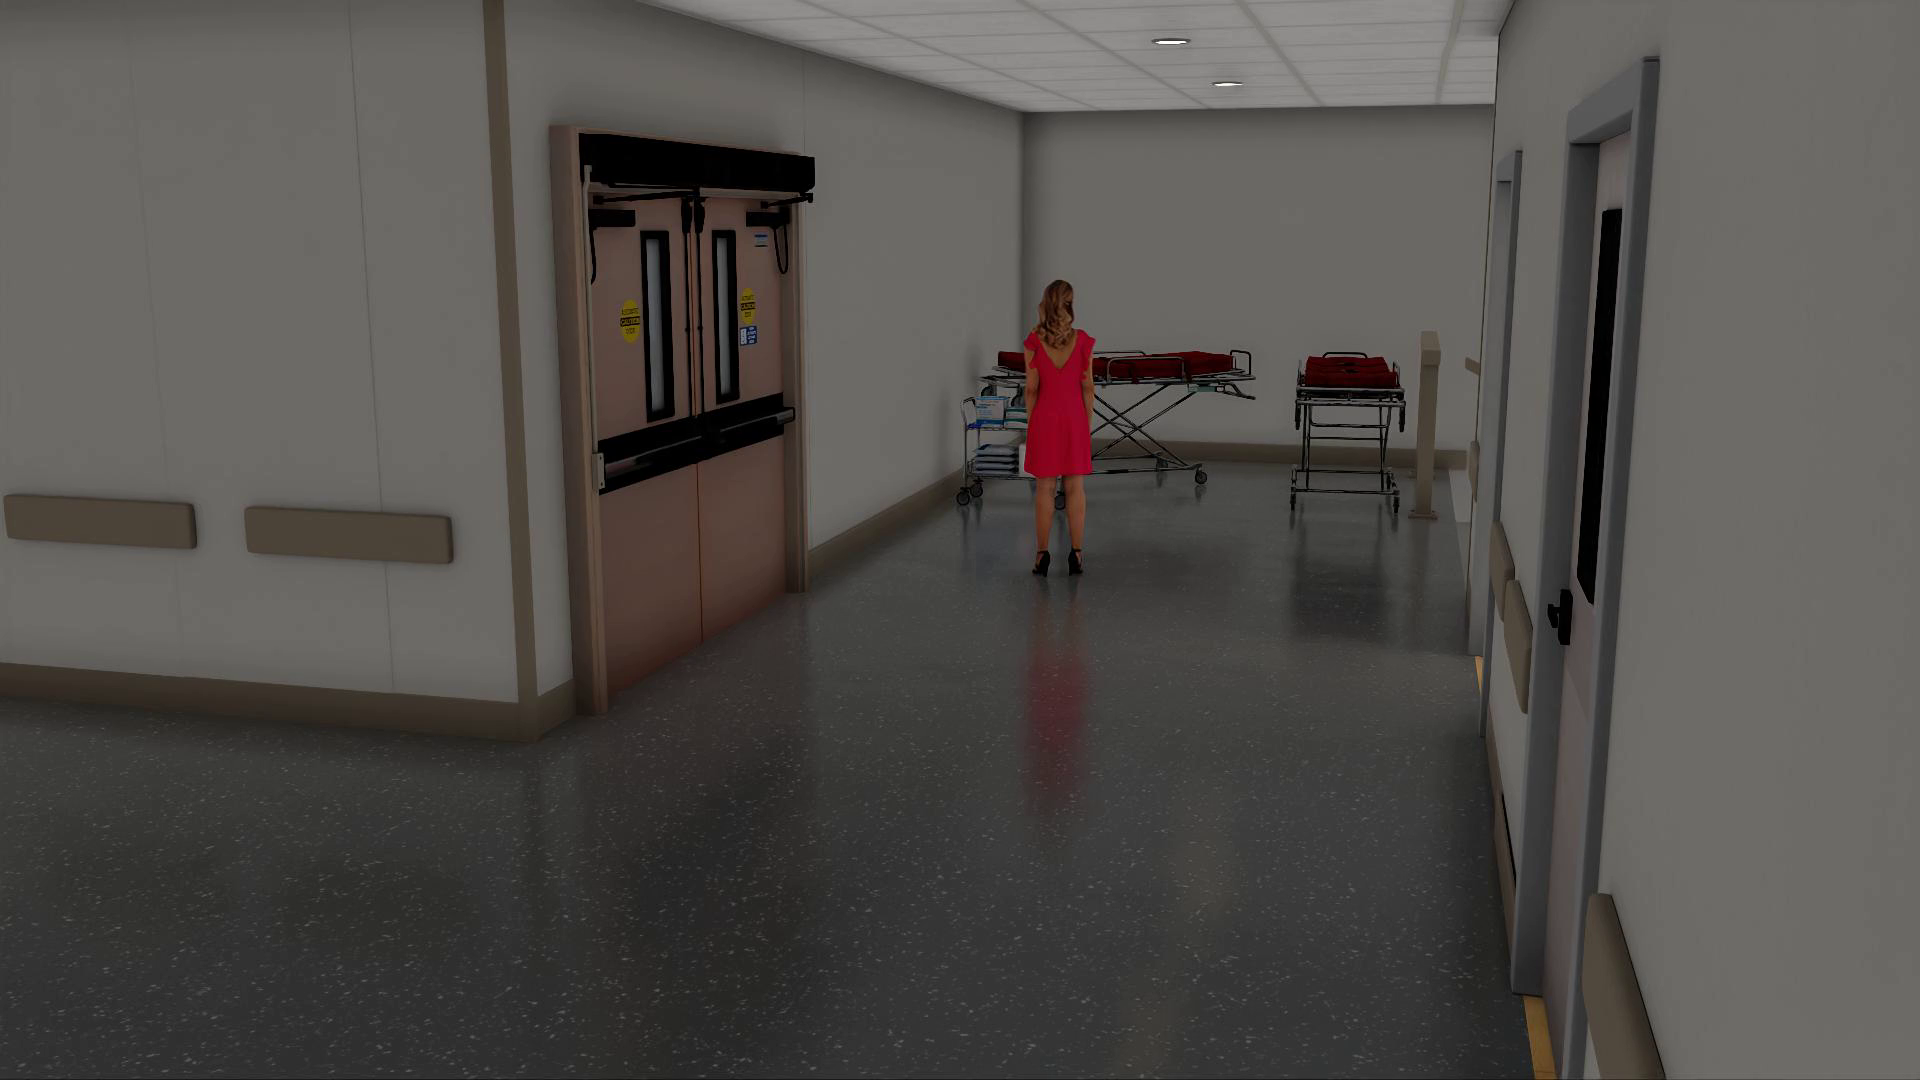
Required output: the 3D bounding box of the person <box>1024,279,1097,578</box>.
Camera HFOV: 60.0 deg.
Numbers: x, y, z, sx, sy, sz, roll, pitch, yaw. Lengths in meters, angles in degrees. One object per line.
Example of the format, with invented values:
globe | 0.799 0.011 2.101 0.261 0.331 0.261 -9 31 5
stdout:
person | 0.575 -0.656 9.690 0.622 1.729 0.614 0 11 0
